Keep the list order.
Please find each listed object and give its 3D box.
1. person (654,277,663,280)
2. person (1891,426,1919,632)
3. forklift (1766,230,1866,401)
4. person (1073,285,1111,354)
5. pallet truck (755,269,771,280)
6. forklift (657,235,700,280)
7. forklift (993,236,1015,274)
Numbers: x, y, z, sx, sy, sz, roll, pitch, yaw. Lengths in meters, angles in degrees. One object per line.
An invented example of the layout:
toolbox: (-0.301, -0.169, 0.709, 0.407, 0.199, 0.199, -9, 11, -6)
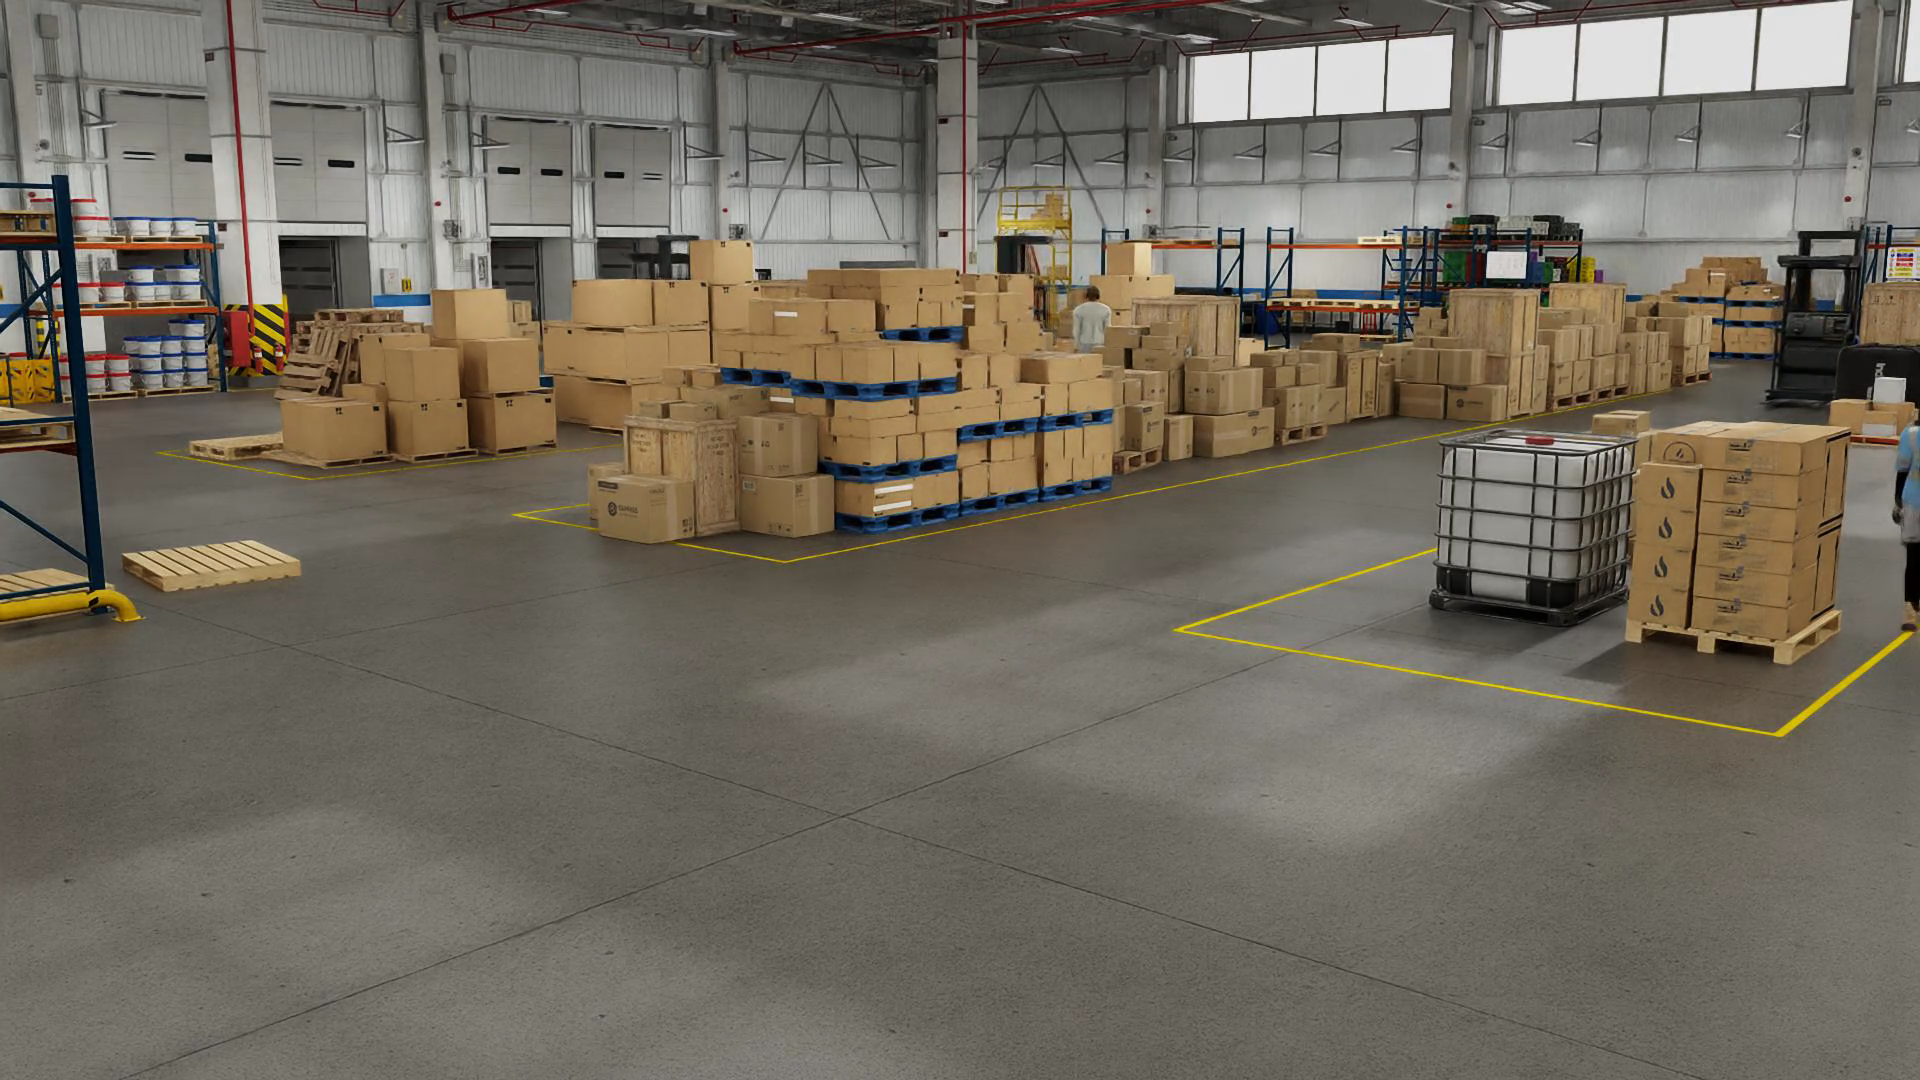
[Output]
person: (-6.505, -4.725, 36.013, 0.636, 1.930, 0.372, -4, 11, -24)
person: (6.568, -0.229, 11.182, 0.542, 1.654, 0.880, 6, 12, 31)
forklift: (14.133, -3.650, 27.174, 1.129, 2.768, 1.873, 8, 13, 39)
person: (2.160, -3.177, 27.162, 0.627, 1.941, 0.372, 1, 10, 8)
pallet truck: (-4.996, -6.432, 45.525, 1.885, 1.965, 0.823, -6, 12, -32)
forklift: (-6.116, -5.275, 36.425, 1.873, 2.768, 1.129, 8, 13, 40)
forklift: (1.065, -5.693, 38.807, 1.873, 2.768, 1.129, 2, 10, 12)
